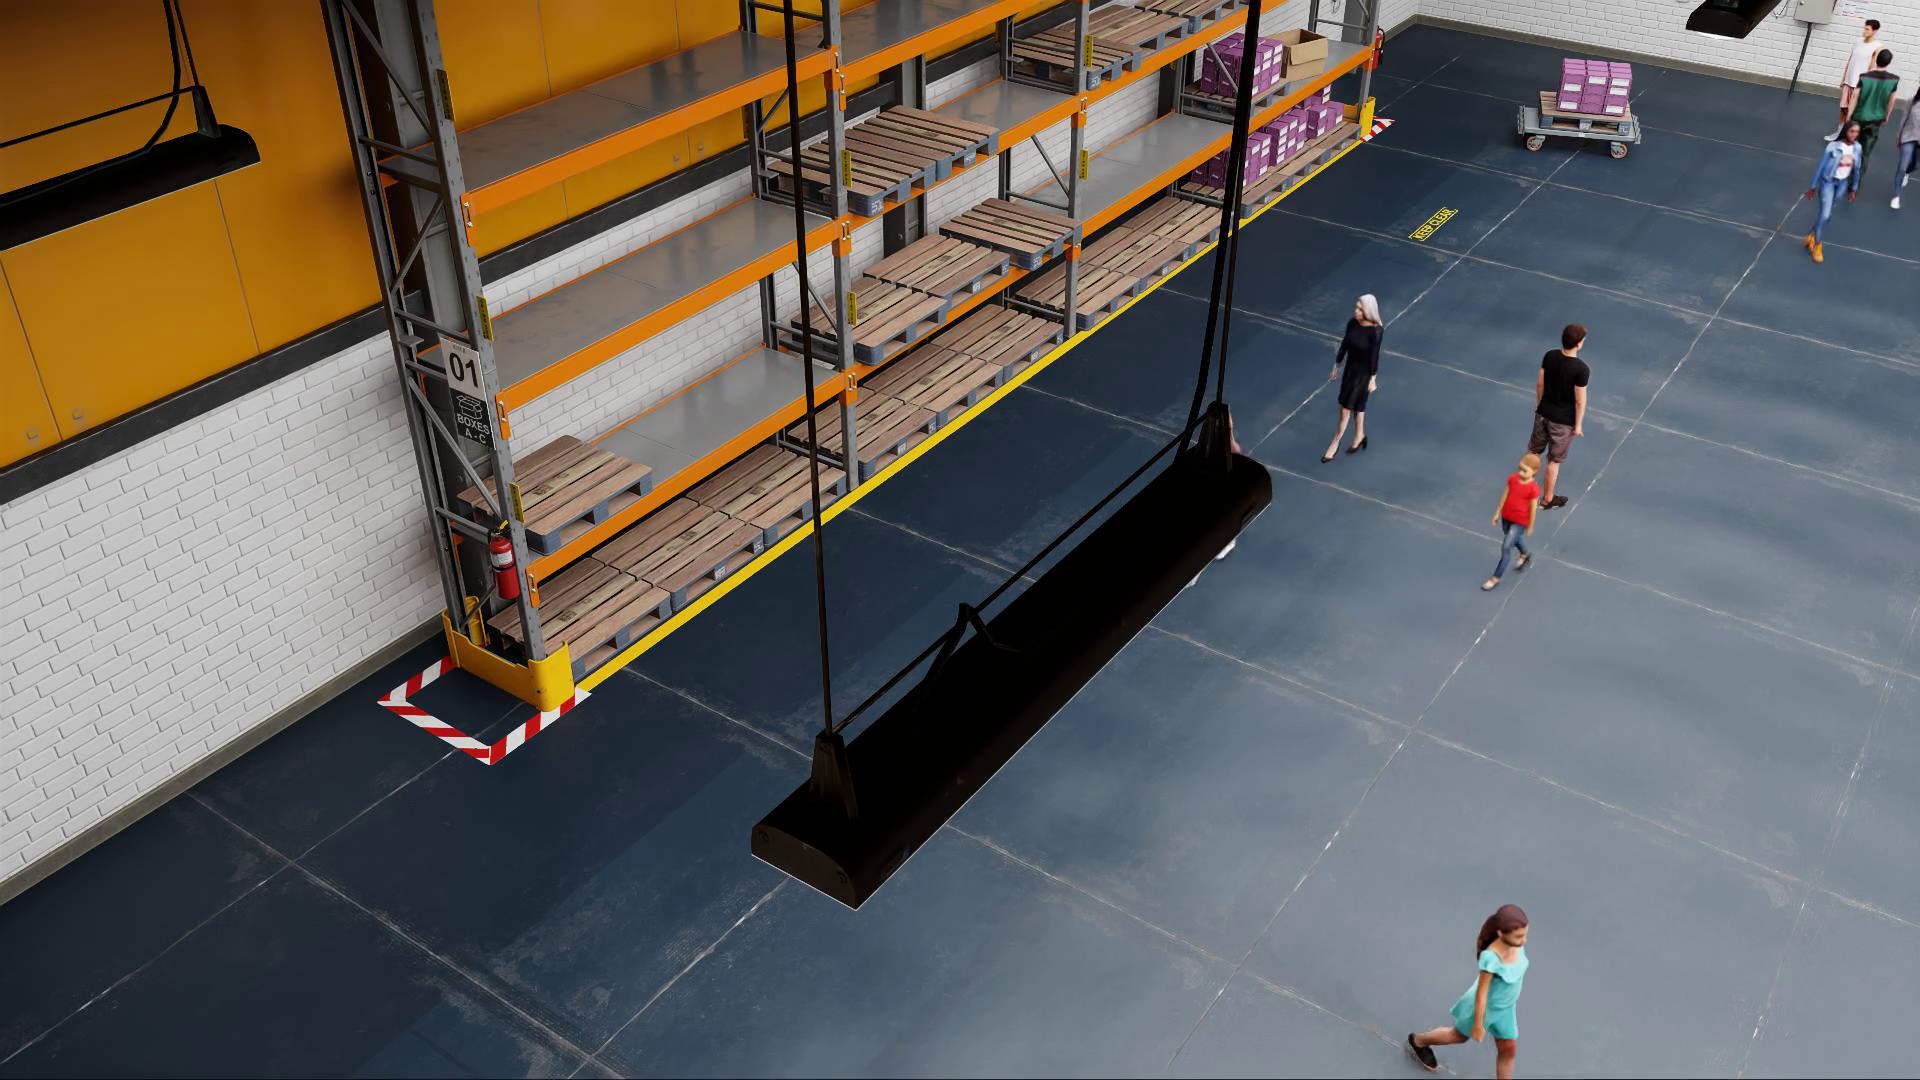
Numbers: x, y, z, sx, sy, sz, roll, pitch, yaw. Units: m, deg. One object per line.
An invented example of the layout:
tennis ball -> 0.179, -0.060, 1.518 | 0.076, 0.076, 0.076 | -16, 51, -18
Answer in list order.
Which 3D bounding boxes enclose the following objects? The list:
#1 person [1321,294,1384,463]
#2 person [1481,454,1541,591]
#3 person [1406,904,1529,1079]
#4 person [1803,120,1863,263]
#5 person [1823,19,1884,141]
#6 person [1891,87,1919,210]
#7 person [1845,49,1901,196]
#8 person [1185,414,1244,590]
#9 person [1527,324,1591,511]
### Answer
person -> 3.941, -1.604, 16.215 | 0.954, 1.728, 0.828 | -17, 37, -24
person -> 4.888, -0.206, 14.507 | 0.939, 1.291, 0.686 | -19, 38, -26
person -> 3.072, 2.721, 9.890 | 1.038, 1.528, 0.752 | -28, 43, -35
person -> 10.621, -4.323, 20.340 | 0.932, 1.691, 1.015 | -3, 34, -4
person -> 12.687, -6.460, 23.471 | 0.766, 1.783, 0.727 | -9, 35, -14
person -> 12.439, -5.224, 21.683 | 0.794, 1.705, 1.102 | 12, 35, 17
person -> 11.959, -5.472, 21.928 | 0.902, 1.848, 1.307 | 11, 35, 16
person -> 2.258, -0.422, 14.494 | 1.180, 1.664, 0.800 | -27, 42, -34
person -> 5.520, -1.160, 15.427 | 0.719, 1.861, 0.755 | -20, 39, -28
